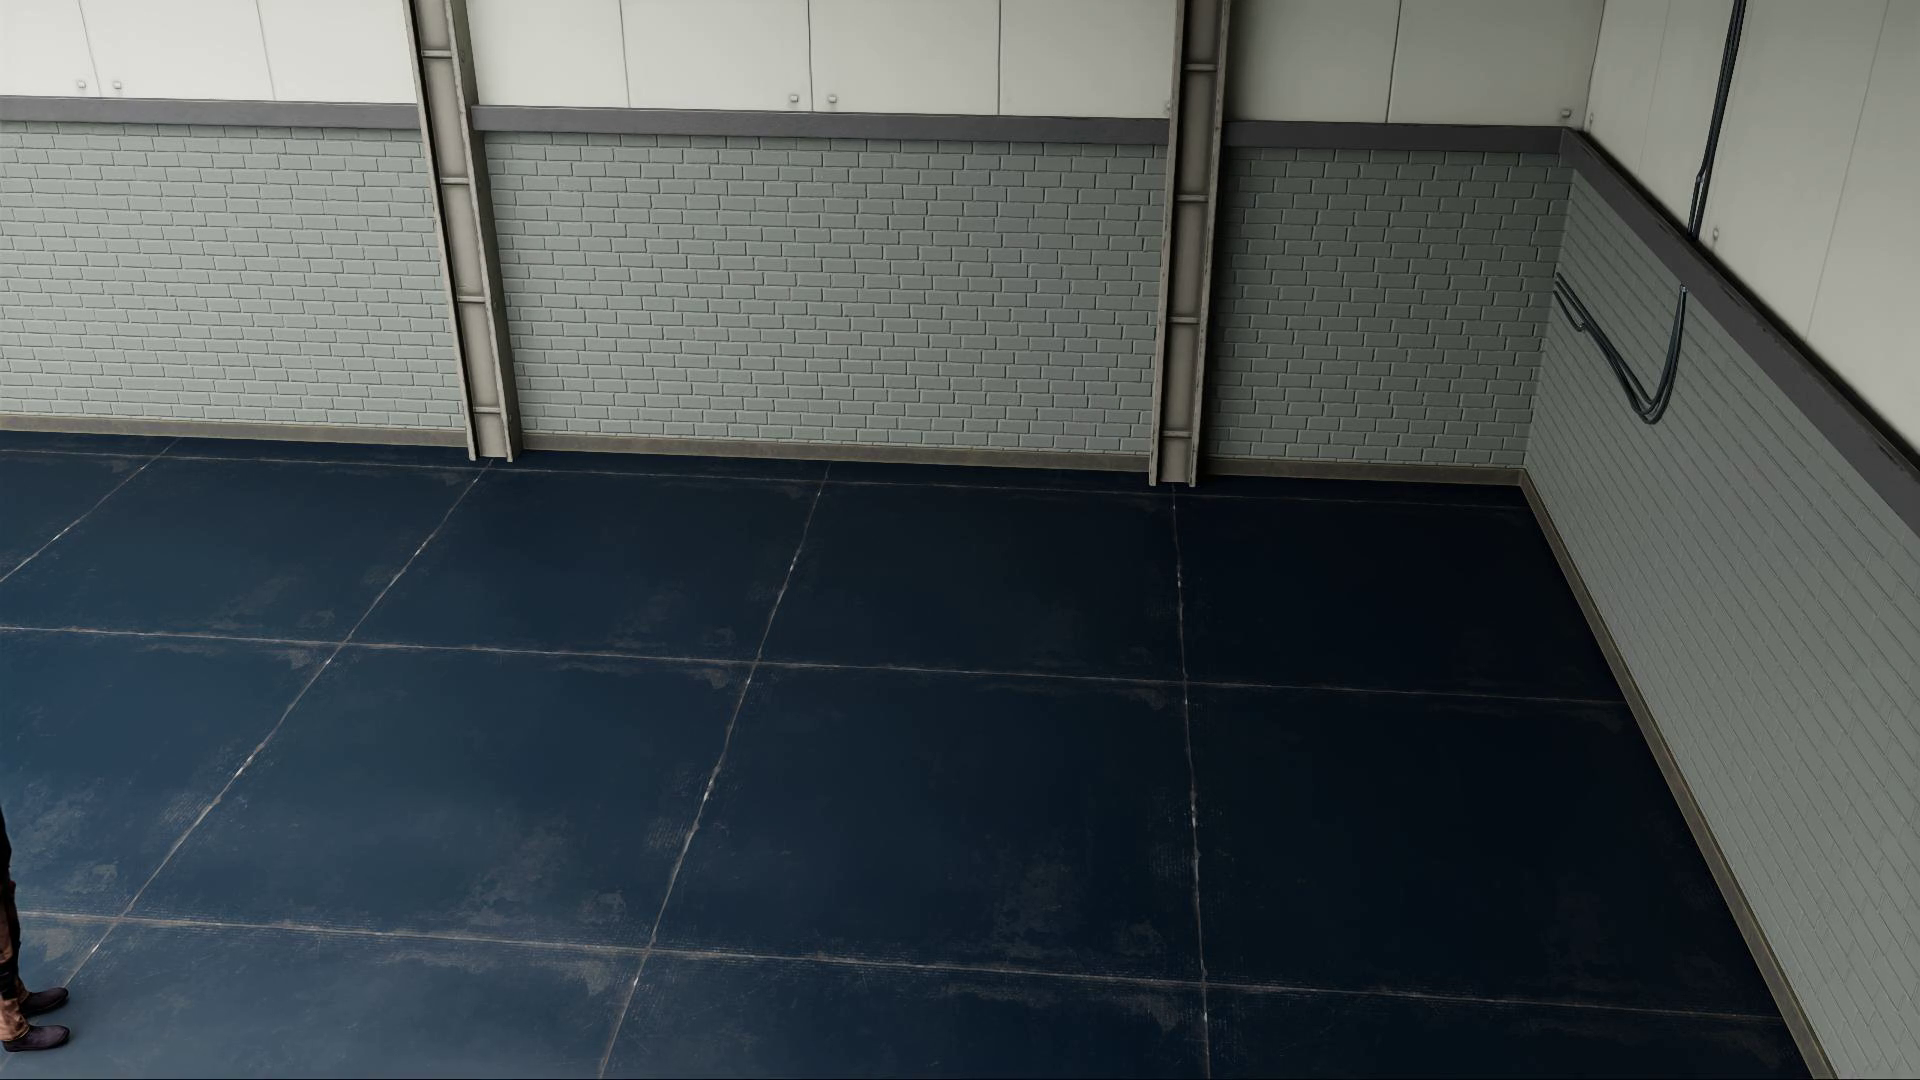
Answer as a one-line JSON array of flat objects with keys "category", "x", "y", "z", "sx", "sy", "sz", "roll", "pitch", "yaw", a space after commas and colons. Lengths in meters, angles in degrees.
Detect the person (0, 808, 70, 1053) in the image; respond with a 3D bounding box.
[{"category": "person", "x": -4.785, "y": 1.638, "z": 8.074, "sx": 0.787, "sy": 1.926, "sz": 0.791, "roll": -12, "pitch": 29, "yaw": -21}]
